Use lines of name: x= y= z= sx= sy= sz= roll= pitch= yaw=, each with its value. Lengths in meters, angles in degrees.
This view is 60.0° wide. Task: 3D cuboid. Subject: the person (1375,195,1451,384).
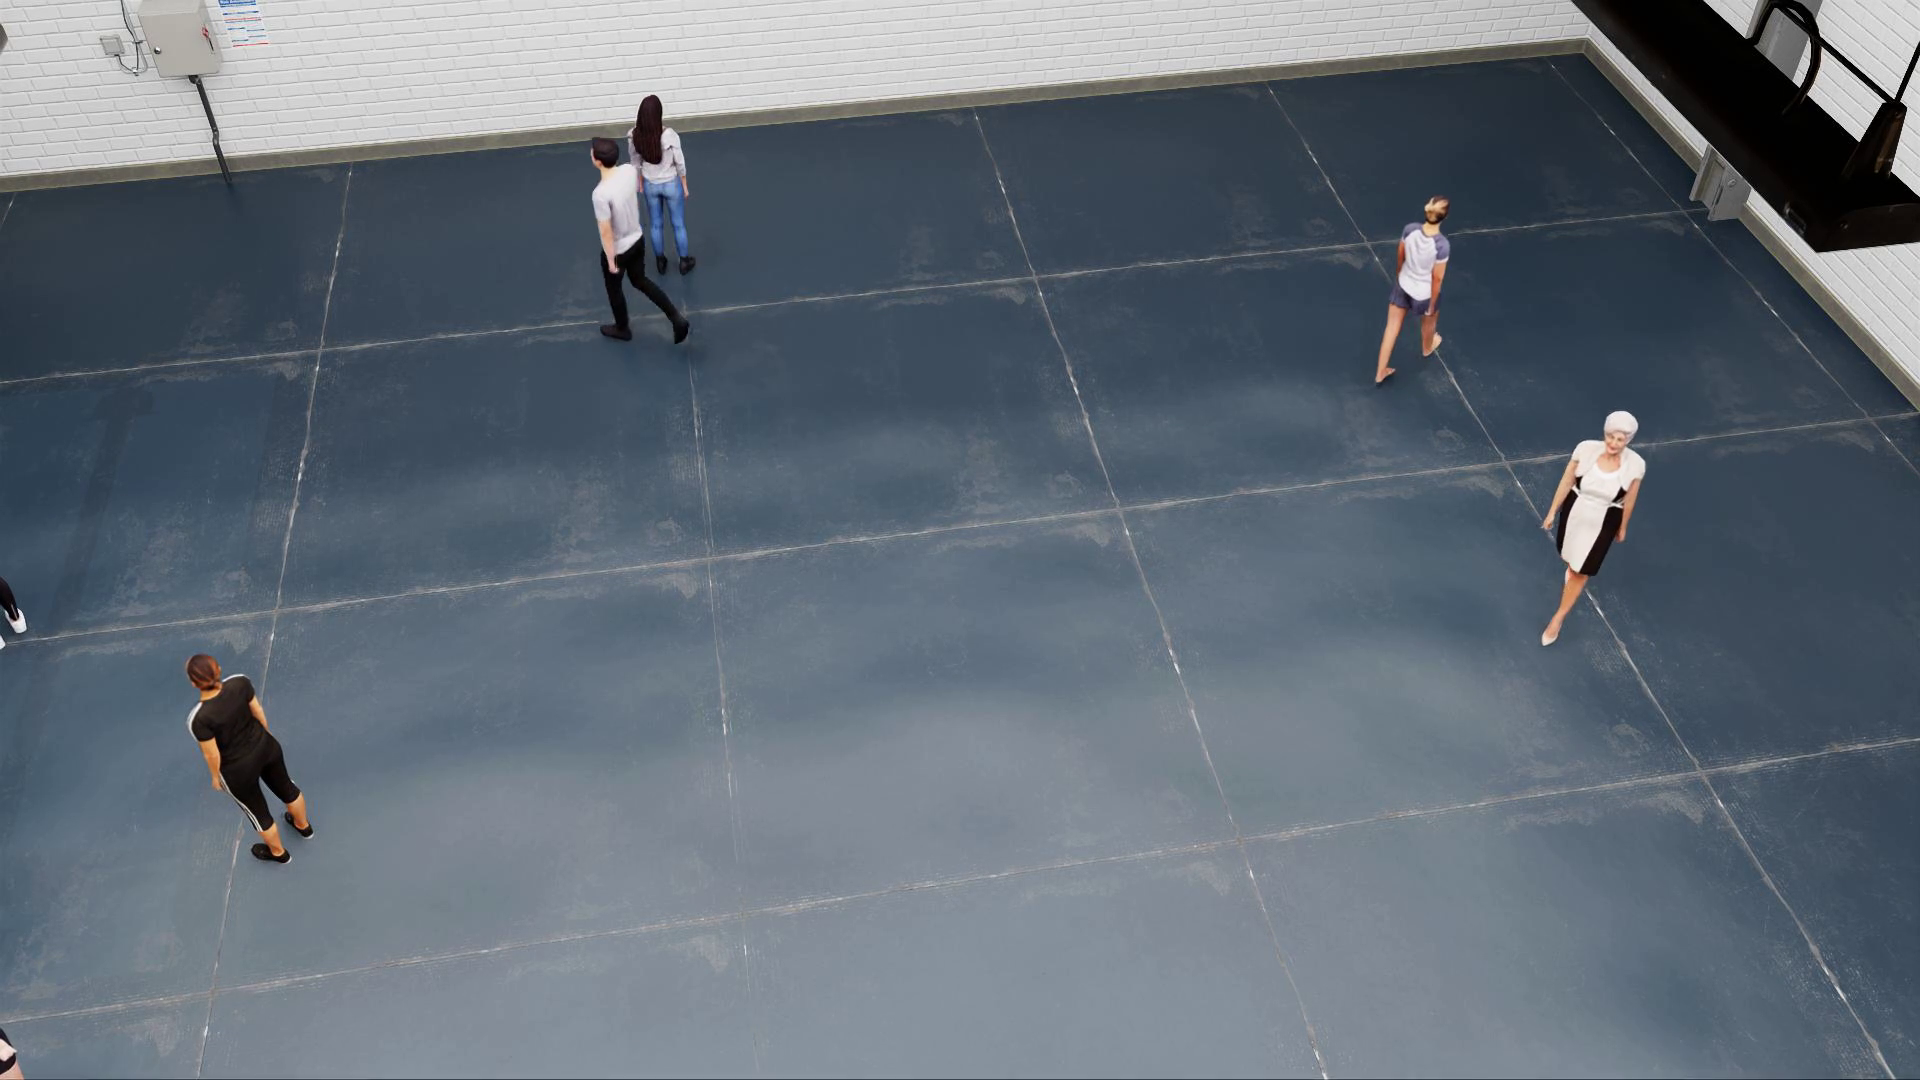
person: x=3.461 y=-1.875 z=12.761 sx=1.000 sy=1.575 sz=1.007 roll=30 pitch=51 yaw=28

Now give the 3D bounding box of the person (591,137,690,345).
person: x=-2.553 y=-2.282 z=12.996 sx=1.135 sy=1.841 sz=1.106 roll=22 pitch=48 yaw=21

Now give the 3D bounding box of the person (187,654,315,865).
person: x=-4.051 y=1.228 z=9.438 sx=0.725 sy=1.668 sz=0.645 roll=21 pitch=47 yaw=20

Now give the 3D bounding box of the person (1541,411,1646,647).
person: x=4.135 y=-0.176 z=10.876 sx=1.087 sy=1.716 sz=1.149 roll=26 pitch=49 yaw=24

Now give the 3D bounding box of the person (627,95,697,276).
person: x=-2.479 y=-2.943 z=13.841 sx=0.655 sy=1.633 sz=0.602 roll=4 pitch=44 yaw=4
